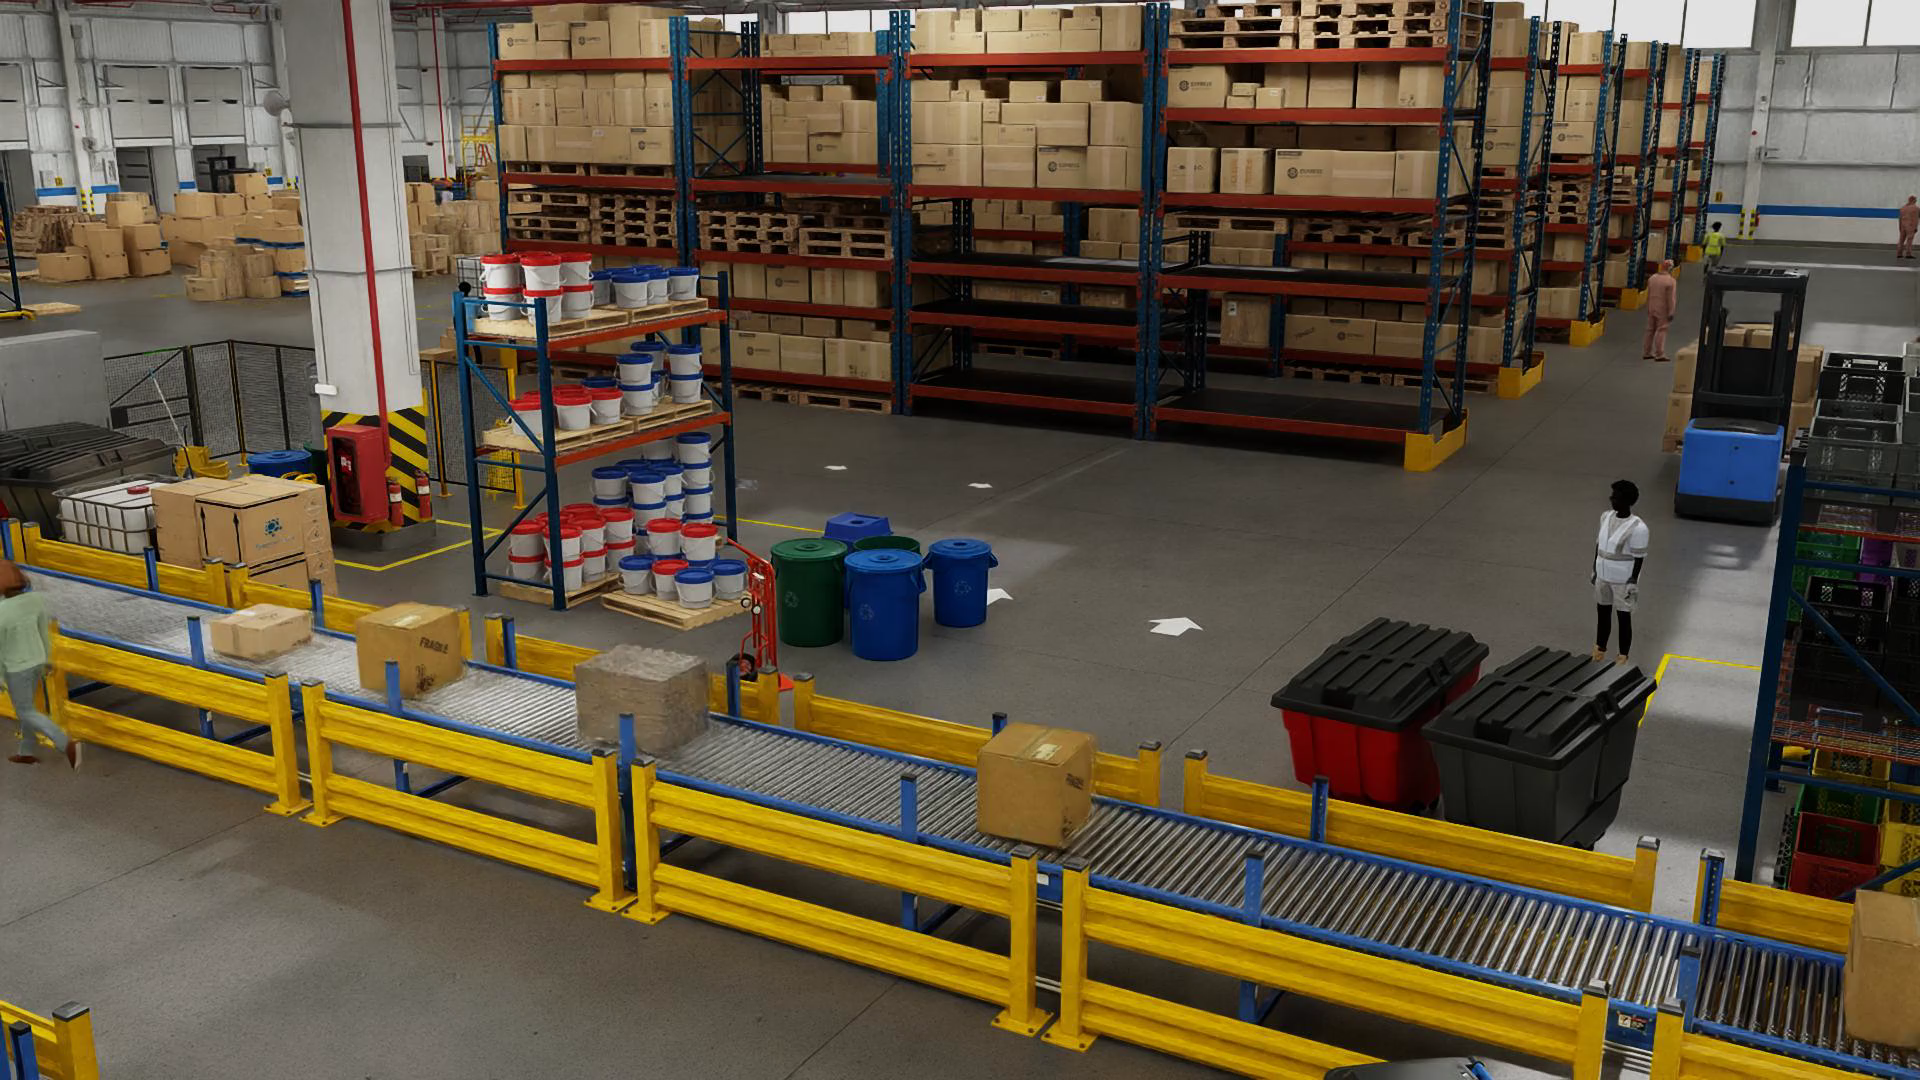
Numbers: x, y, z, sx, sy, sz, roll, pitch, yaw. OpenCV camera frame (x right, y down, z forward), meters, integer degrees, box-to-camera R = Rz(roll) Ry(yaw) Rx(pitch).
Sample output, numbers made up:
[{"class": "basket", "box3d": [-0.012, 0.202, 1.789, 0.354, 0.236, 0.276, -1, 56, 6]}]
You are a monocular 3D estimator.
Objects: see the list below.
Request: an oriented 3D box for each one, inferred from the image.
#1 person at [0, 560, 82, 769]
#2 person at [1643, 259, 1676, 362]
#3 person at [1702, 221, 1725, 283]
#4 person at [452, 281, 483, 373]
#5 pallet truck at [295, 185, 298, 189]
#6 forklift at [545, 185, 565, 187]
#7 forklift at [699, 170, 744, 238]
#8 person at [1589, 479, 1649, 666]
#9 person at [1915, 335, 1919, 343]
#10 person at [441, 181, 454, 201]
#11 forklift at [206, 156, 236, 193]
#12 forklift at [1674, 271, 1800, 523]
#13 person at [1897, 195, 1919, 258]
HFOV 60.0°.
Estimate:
[{"class": "person", "box3d": [-6.749, 0.927, 12.082, 0.712, 1.602, 0.504, 4, 15, 14]}, {"class": "person", "box3d": [13.135, -4.293, 31.128, 0.398, 1.899, 0.650, -6, 16, -22]}, {"class": "person", "box3d": [19.757, -7.515, 43.643, 0.535, 1.687, 0.505, 8, 17, 27]}, {"class": "person", "box3d": [-8.666, -3.707, 29.336, 0.547, 1.685, 0.322, -11, 19, -36]}, {"class": "pallet truck", "box3d": [-26.804, -14.617, 69.738, 1.885, 1.965, 0.823, -14, 20, -42]}, {"class": "forklift", "box3d": [-15.579, -13.559, 64.071, 1.873, 2.768, 1.129, 6, 16, 22]}, {"class": "forklift", "box3d": [-6.984, -9.917, 50.382, 1.129, 2.768, 1.873, 8, 17, 28]}, {"class": "person", "box3d": [5.592, 0.316, 14.181, 0.318, 1.697, 0.535, -6, 16, -22]}, {"class": "person", "box3d": [19.240, -4.529, 32.582, 0.734, 1.592, 0.514, 7, 16, 25]}, {"class": "person", "box3d": [-18.446, -11.938, 59.846, 0.550, 1.913, 0.866, 8, 17, 29]}, {"class": "forklift", "box3d": [-25.681, -11.975, 58.117, 1.873, 2.768, 1.129, 8, 17, 28]}, {"class": "forklift", "box3d": [9.269, -1.763, 19.726, 1.129, 2.768, 1.873, 8, 17, 27]}, {"class": "person", "box3d": [29.181, -9.622, 51.137, 0.411, 1.909, 0.643, -6, 16, -23]}]
